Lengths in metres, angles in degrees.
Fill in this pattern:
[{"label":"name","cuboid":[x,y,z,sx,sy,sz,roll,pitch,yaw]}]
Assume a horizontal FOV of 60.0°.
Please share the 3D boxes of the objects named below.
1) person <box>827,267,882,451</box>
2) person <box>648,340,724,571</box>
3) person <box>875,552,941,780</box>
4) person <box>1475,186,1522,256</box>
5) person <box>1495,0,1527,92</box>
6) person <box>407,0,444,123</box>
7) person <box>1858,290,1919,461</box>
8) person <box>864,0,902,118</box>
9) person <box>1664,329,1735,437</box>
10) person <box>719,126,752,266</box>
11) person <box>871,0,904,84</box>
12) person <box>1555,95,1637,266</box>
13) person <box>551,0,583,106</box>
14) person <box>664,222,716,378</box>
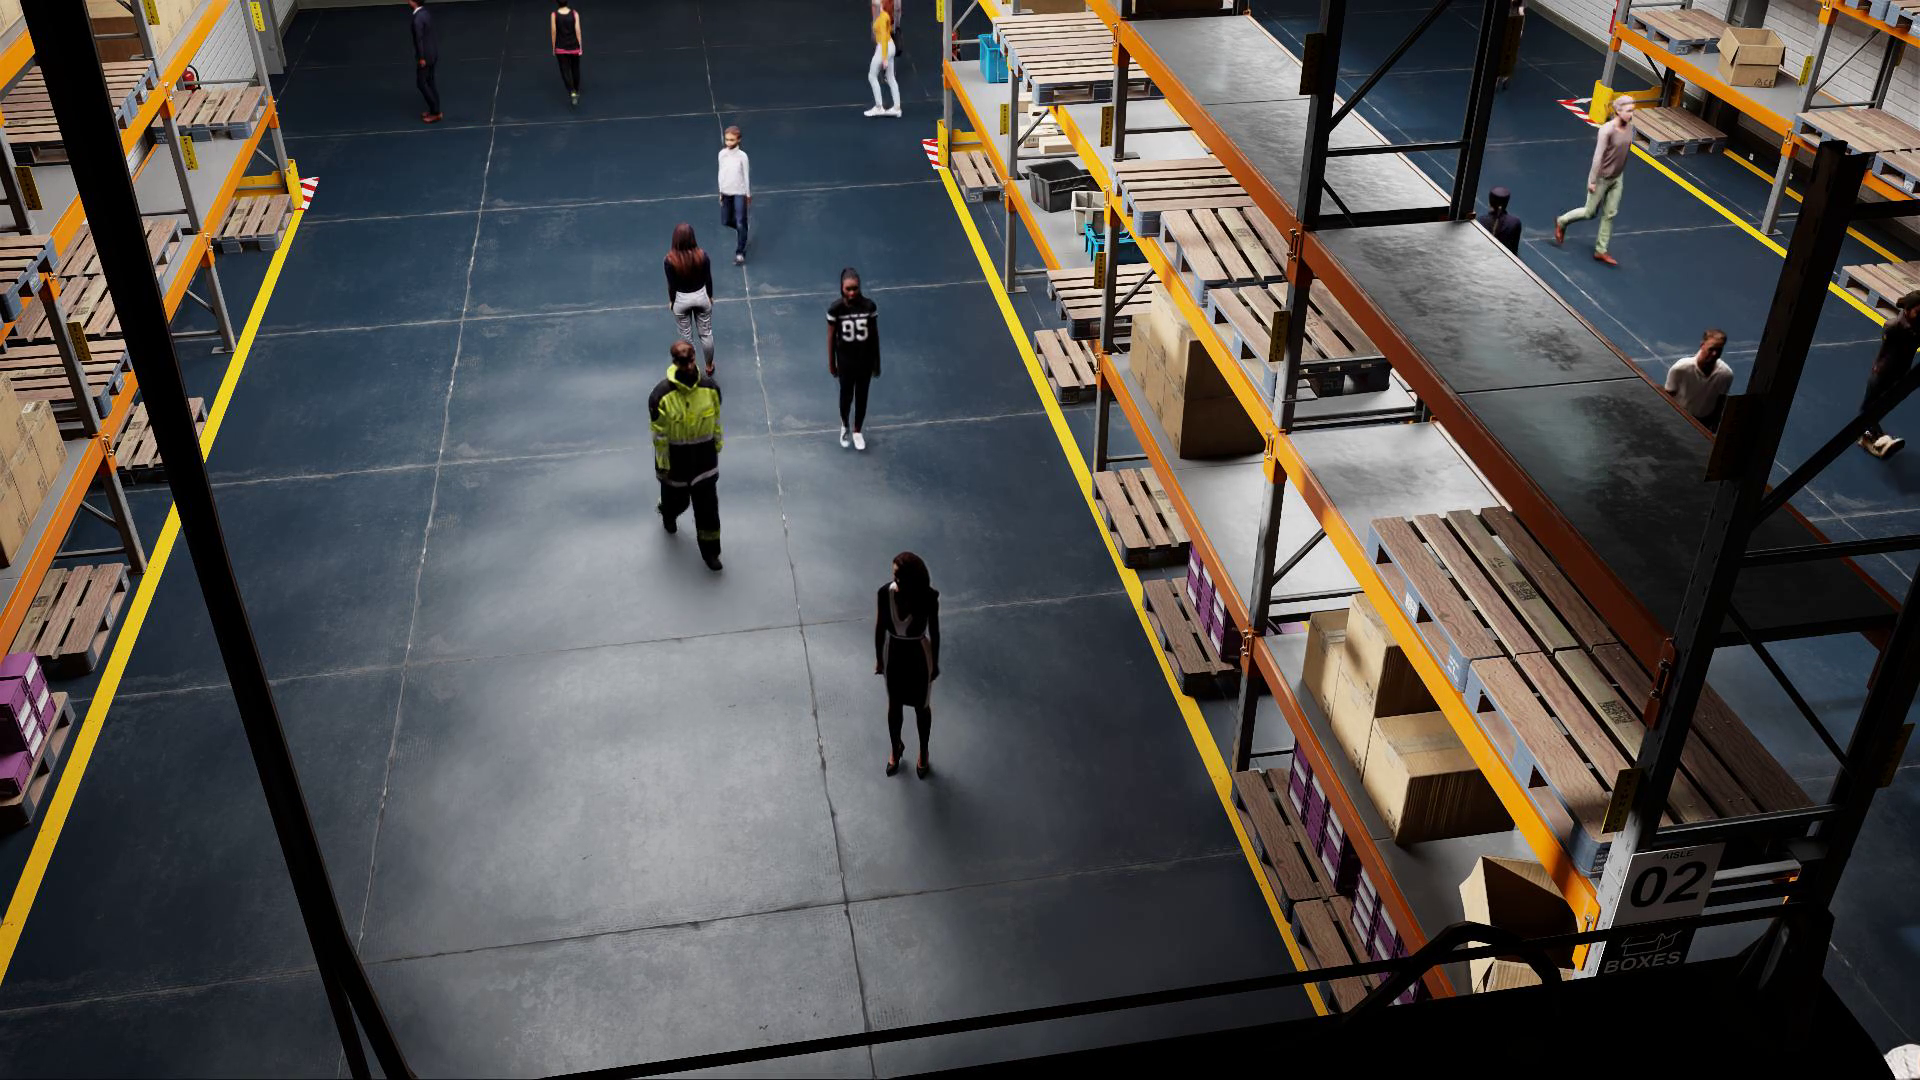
[{"label":"person","cuboid":[-0.954,-1.646,14.936,0.627,1.721,0.646,-8,35,-12]},{"label":"person","cuboid":[-2.221,-0.732,13.351,0.990,1.954,1.243,-16,37,-23]},{"label":"person","cuboid":[-0.346,0.835,11.136,0.649,1.796,0.615,7,34,10]},{"label":"person","cuboid":[5.238,-2.683,16.547,0.813,1.664,0.870,2,34,4]},{"label":"person","cuboid":[7.551,-7.037,22.958,0.727,1.820,0.850,4,34,5]},{"label":"person","cuboid":[-7.061,-6.445,22.157,0.769,1.720,0.590,-2,34,-3]},{"label":"person","cuboid":[8.250,-1.383,14.606,0.685,1.649,0.923,-10,35,-15]},{"label":"person","cuboid":[-0.909,-6.487,22.210,0.792,1.731,0.763,7,34,11]},{"label":"person","cuboid":[6.021,-0.984,13.834,0.861,1.839,0.950,9,35,13]},{"label":"person","cuboid":[-2.459,-3.859,18.420,0.730,1.549,0.883,9,35,13]},{"label":"person","cuboid":[-1.078,-7.303,23.563,0.794,1.593,0.856,-27,42,-35]},{"label":"person","cuboid":[7.062,-4.006,18.371,0.906,1.850,1.185,-17,37,-24]},{"label":"person","cuboid":[-5.360,-6.719,22.745,0.654,1.526,1.021,-11,35,-16]},{"label":"person","cuboid":[-2.595,-2.310,16.038,0.628,1.608,0.578,-10,35,-15]}]
